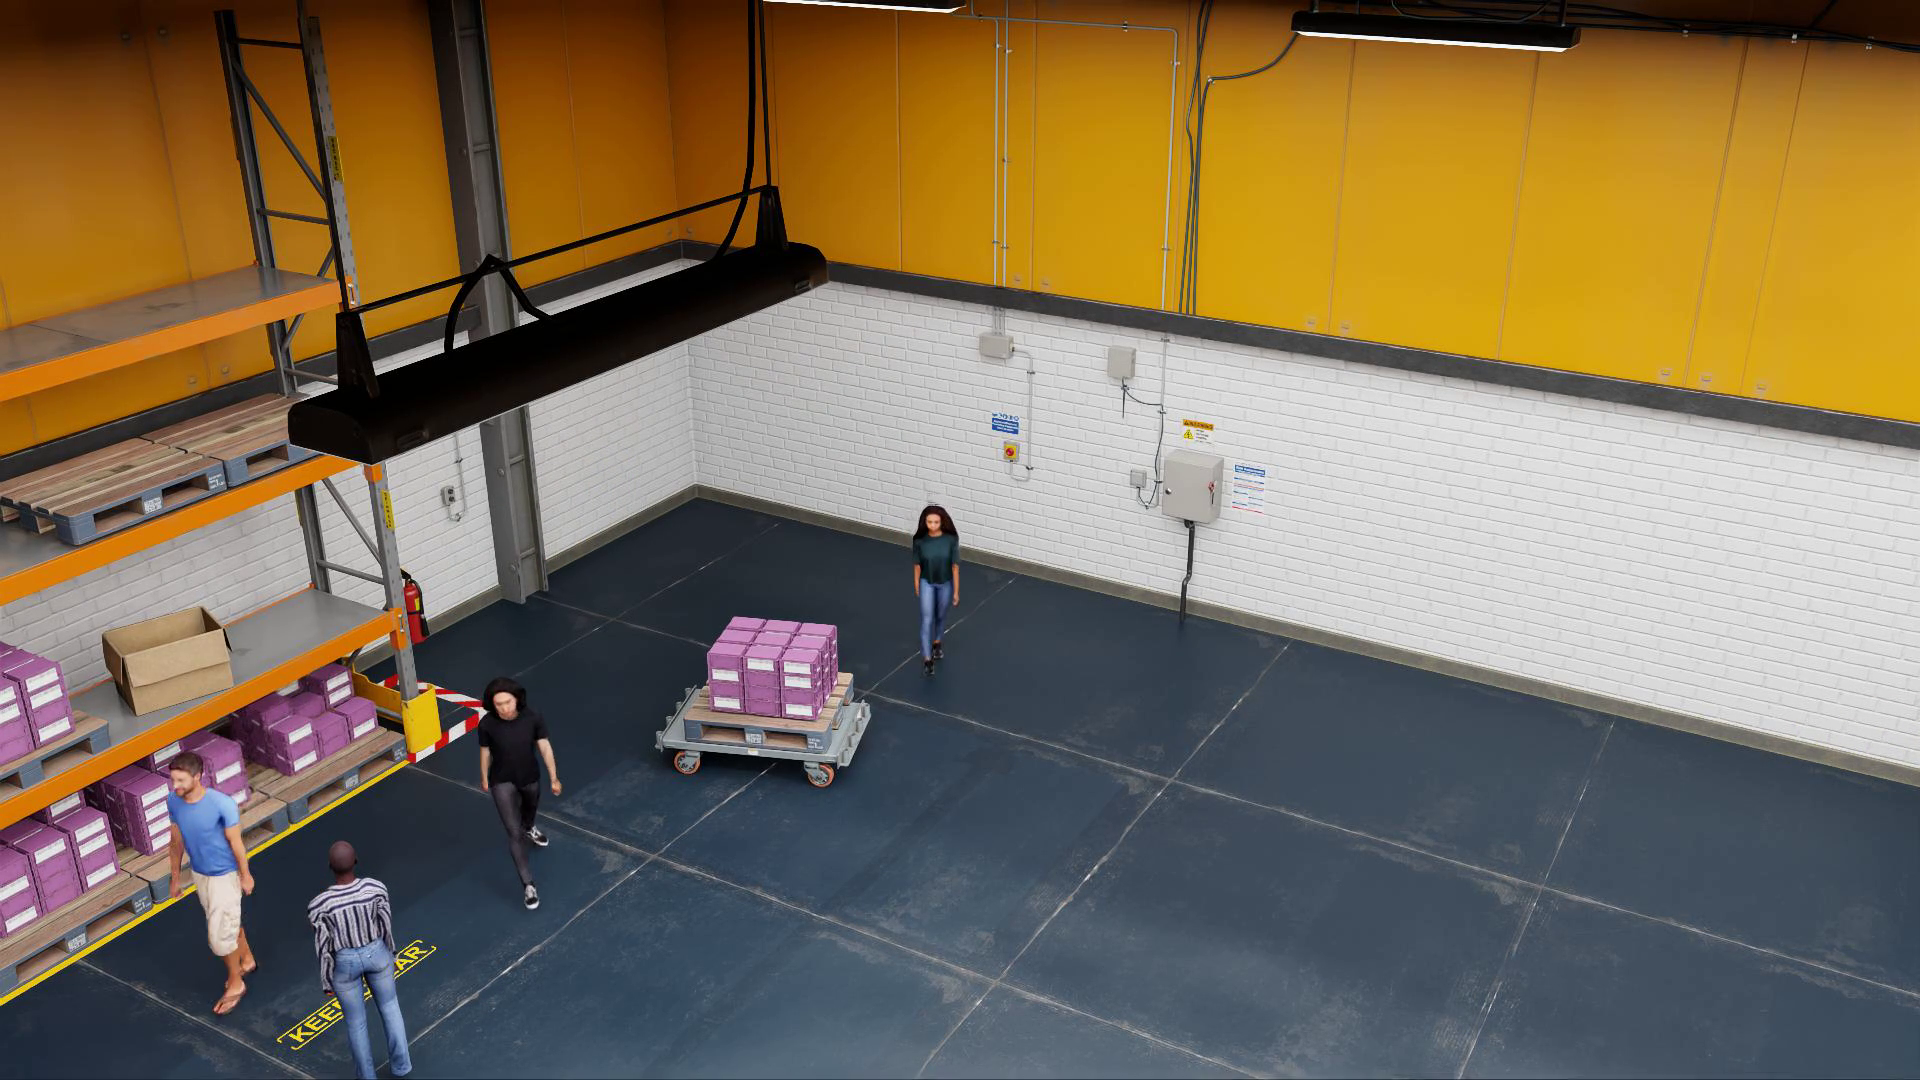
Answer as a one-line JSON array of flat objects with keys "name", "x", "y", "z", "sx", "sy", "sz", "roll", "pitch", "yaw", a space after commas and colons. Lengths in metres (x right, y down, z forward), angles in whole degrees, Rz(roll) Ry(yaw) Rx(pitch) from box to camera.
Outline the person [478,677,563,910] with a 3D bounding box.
[{"name": "person", "x": -3.255, "y": 1.706, "z": 12.200, "sx": 1.261, "sy": 1.773, "sz": 1.204, "roll": -12, "pitch": 26, "yaw": -26}]

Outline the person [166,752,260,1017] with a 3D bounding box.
[{"name": "person", "x": -4.886, "y": 2.165, "z": 11.063, "sx": 0.746, "sy": 1.843, "sz": 0.869, "roll": 7, "pitch": 25, "yaw": 15}]

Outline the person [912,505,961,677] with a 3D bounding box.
[{"name": "person", "x": -0.214, "y": 0.385, "z": 15.450, "sx": 0.895, "sy": 1.590, "sz": 1.015, "roll": -3, "pitch": 24, "yaw": -6}]

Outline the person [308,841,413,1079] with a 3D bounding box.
[{"name": "person", "x": -3.637, "y": 2.605, "z": 10.115, "sx": 0.611, "sy": 1.796, "sz": 0.752, "roll": -16, "pitch": 28, "yaw": -32}]
